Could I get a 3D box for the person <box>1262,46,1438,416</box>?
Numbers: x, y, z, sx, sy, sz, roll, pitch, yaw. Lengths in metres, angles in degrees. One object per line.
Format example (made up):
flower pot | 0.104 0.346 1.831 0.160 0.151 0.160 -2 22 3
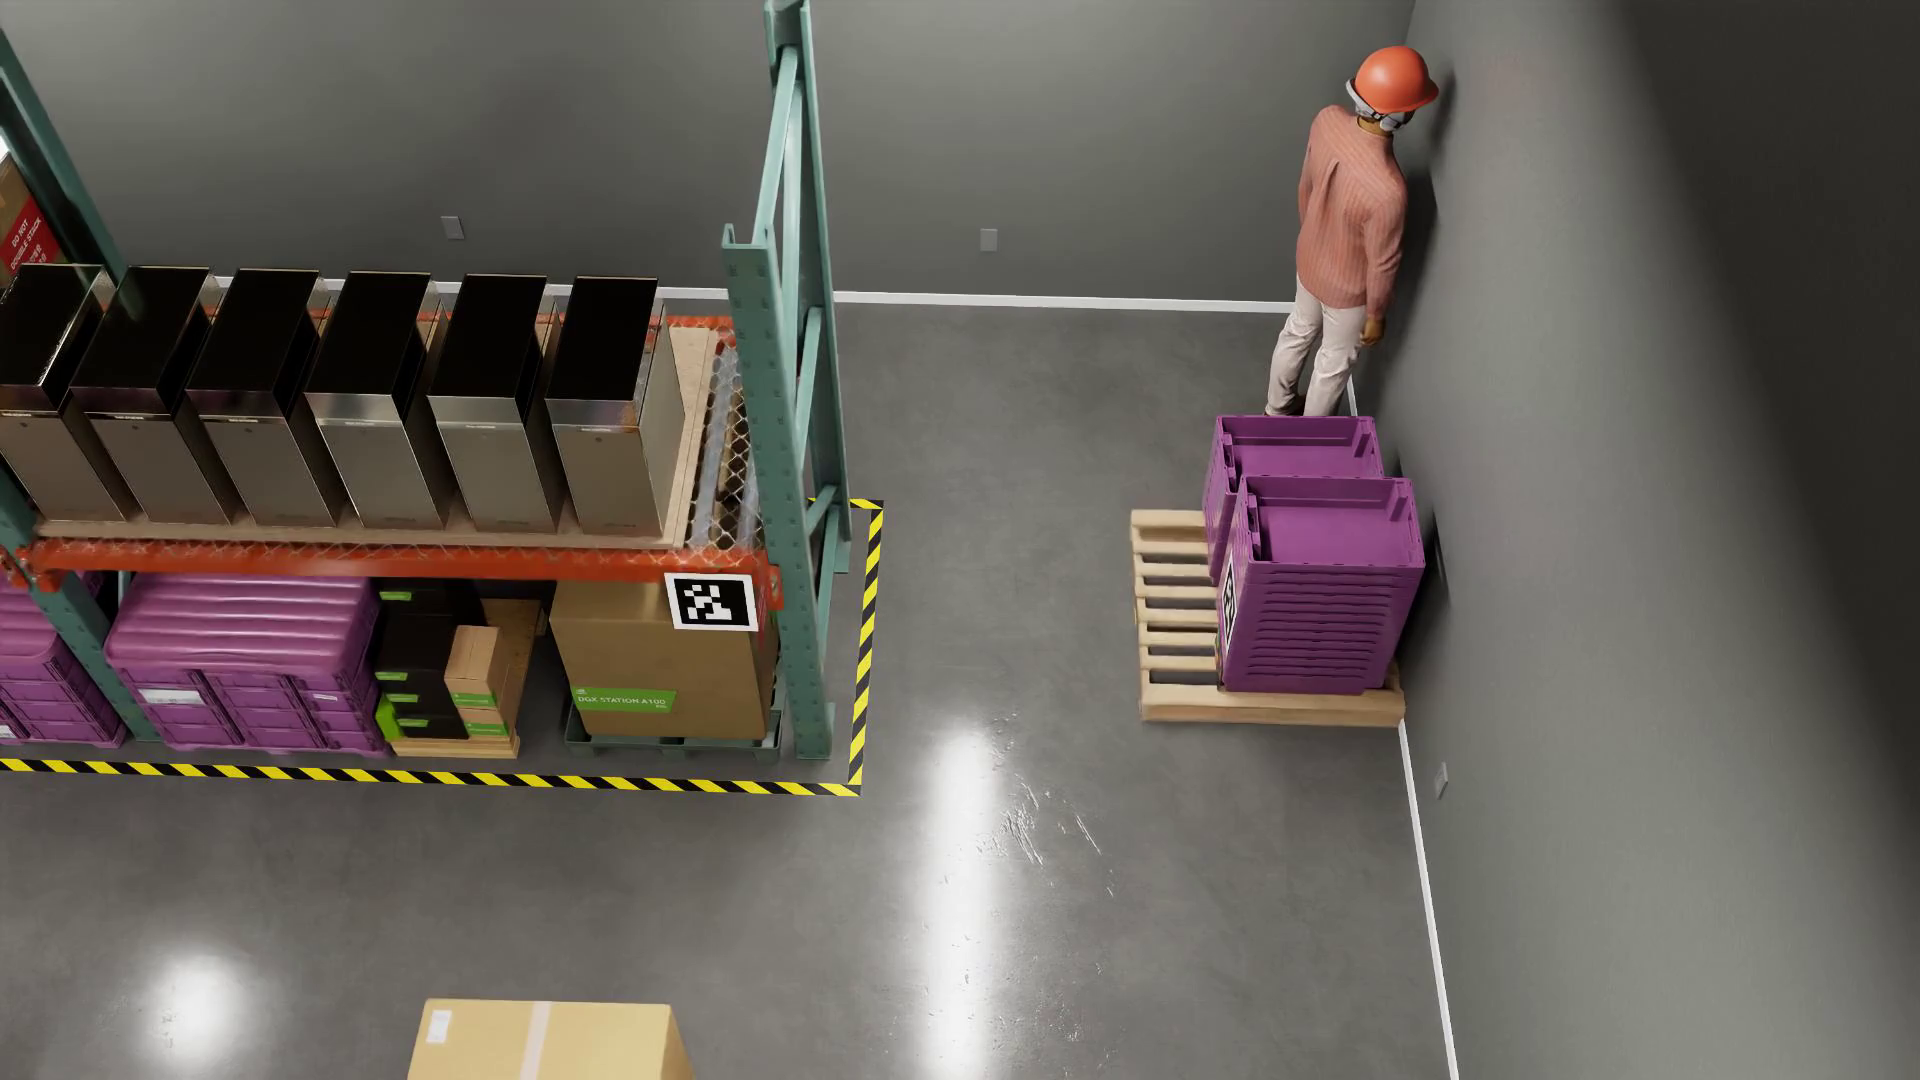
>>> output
person | 1.500 -1.054 6.487 0.375 1.995 0.609 -18 54 -13
